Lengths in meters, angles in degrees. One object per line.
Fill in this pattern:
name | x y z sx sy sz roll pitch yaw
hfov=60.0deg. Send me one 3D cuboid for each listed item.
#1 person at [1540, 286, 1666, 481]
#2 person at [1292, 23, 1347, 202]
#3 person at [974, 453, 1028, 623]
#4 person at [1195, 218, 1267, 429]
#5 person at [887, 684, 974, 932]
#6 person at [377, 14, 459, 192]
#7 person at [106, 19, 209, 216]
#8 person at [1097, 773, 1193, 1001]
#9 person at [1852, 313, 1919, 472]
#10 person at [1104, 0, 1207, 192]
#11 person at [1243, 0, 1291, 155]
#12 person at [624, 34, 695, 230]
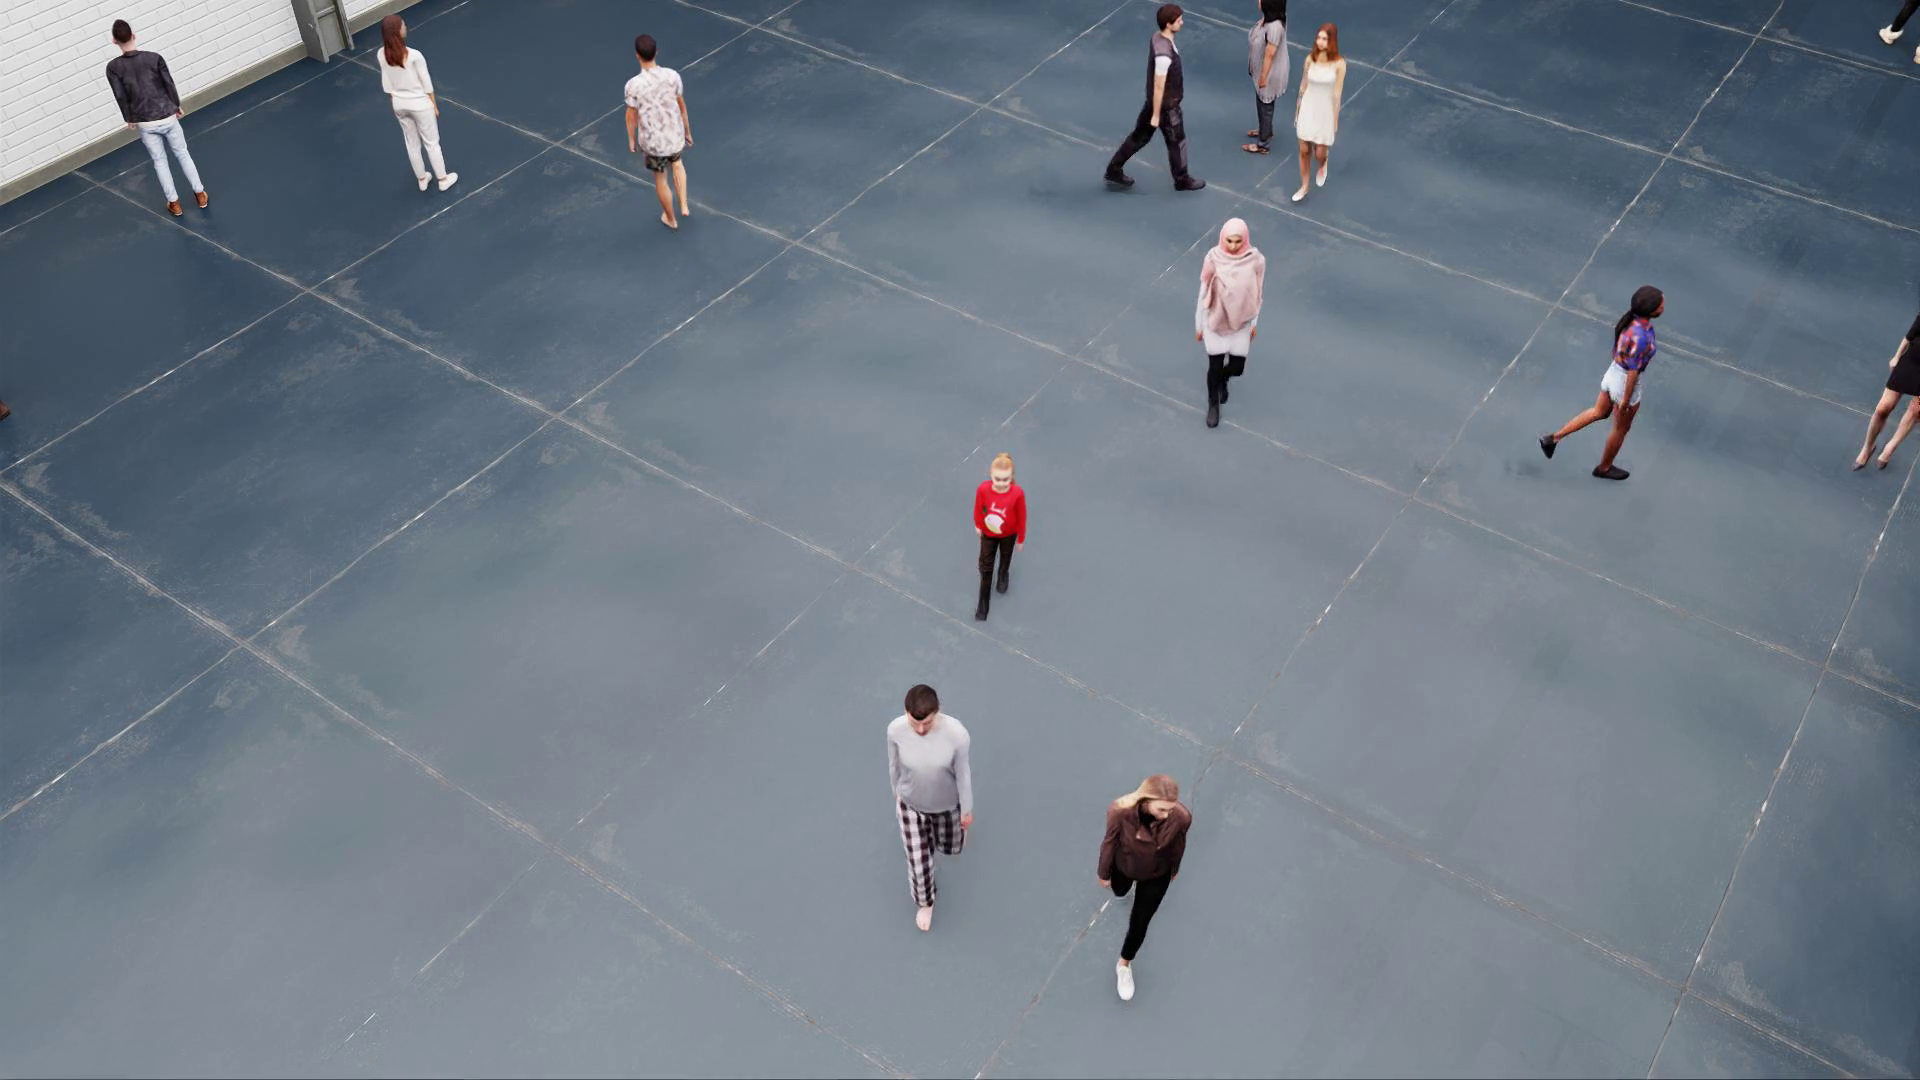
person | 4.719 -1.130 12.096 0.958 1.724 0.980 2 44 2
person | 3.262 -3.877 14.999 0.573 1.696 0.699 25 49 24
person | 0.276 -0.110 11.365 0.770 1.255 0.924 4 44 4
person | 2.019 -1.689 12.633 0.798 1.792 0.860 2 44 2
person | -0.151 1.386 9.382 0.937 1.824 1.105 4 44 4
person | -4.958 -3.952 15.084 0.680 1.688 0.689 5 44 5
person | -7.135 -3.742 14.755 0.641 1.837 0.791 -23 48 -22
person | 0.990 1.737 9.123 0.933 1.674 1.167 10 44 10
person | 7.086 -1.265 12.186 0.635 1.795 0.592 28 50 26
person | 1.713 -3.936 14.981 1.173 1.807 1.201 -1 44 -1
person | 2.922 -4.445 15.662 0.791 1.605 0.708 10 44 10
person | -2.576 -3.504 14.530 0.760 1.803 0.878 -19 47 -19
